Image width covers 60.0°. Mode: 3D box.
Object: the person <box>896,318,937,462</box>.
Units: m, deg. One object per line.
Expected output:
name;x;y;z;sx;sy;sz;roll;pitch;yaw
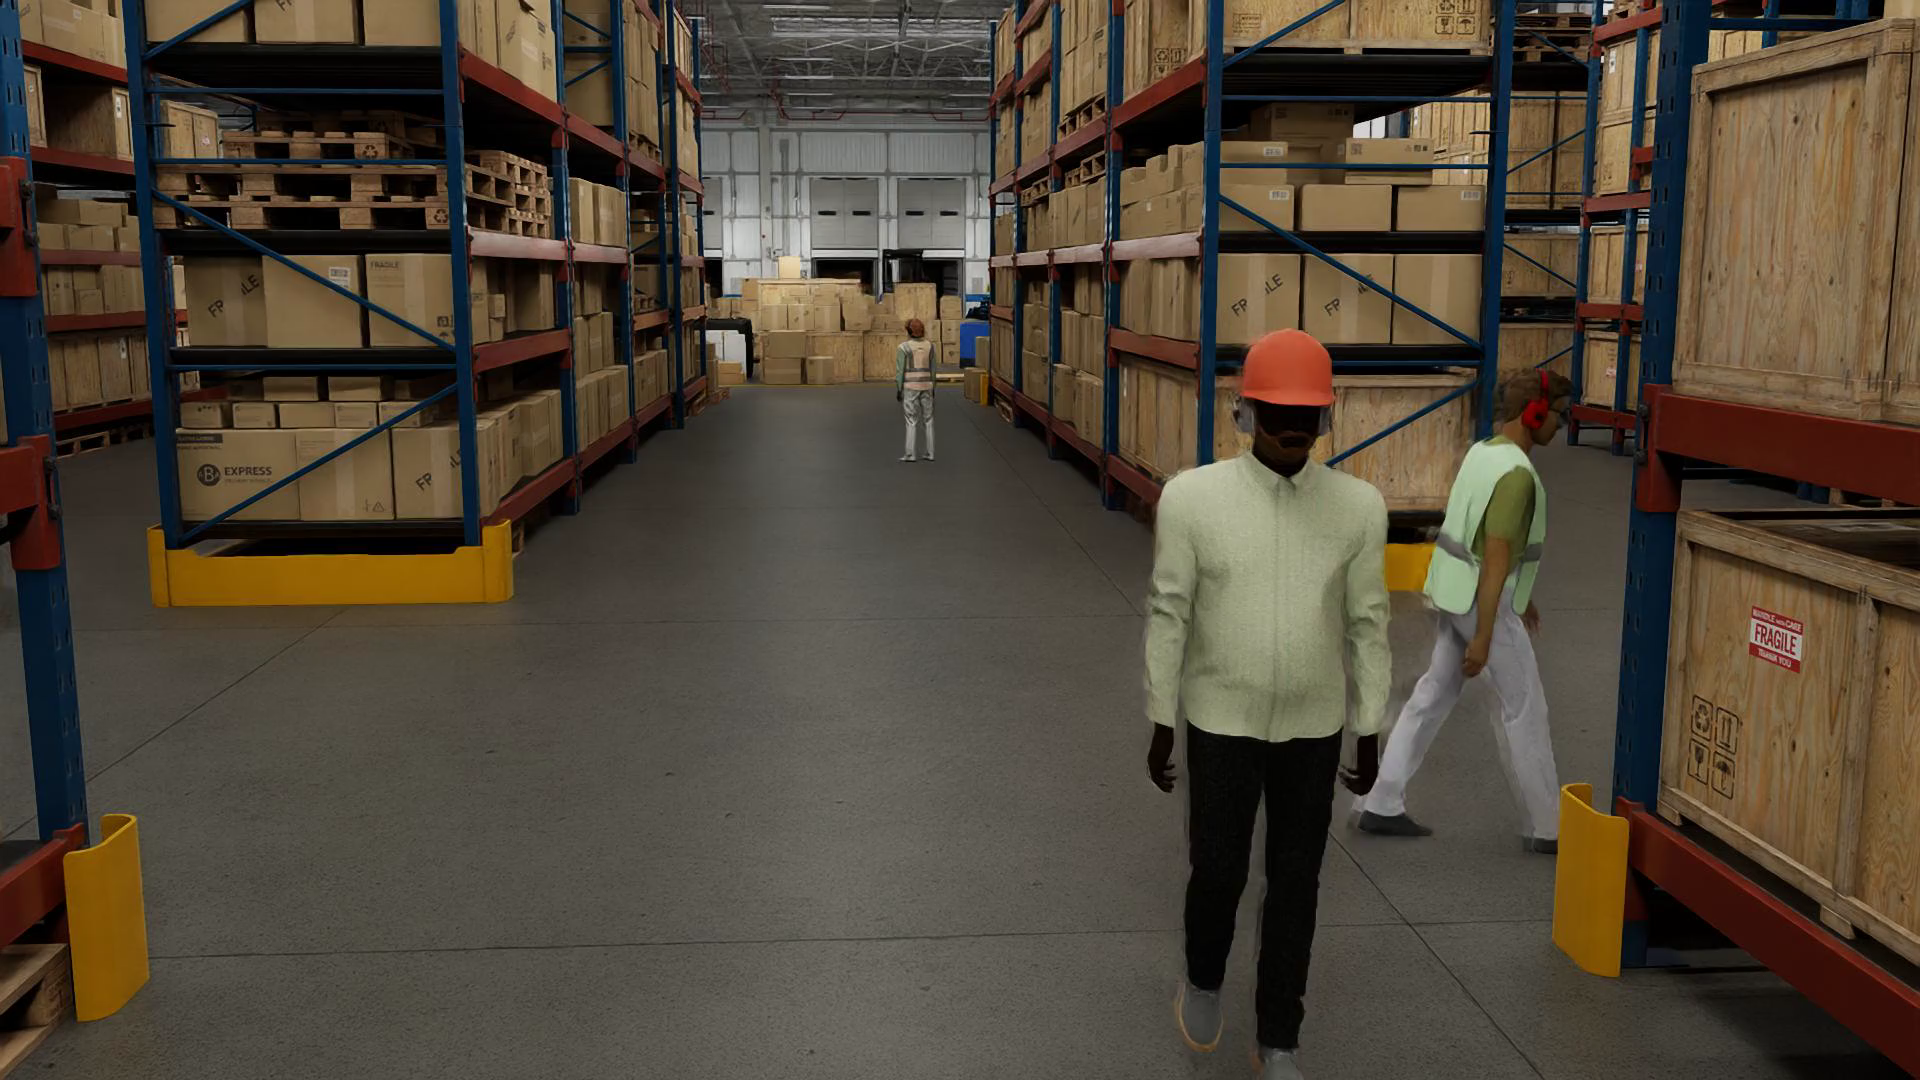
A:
person;-0.486;-1.697;18.912;0.511;1.630;0.317;-5;10;-30

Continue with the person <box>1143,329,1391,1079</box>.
person;0.792;0.455;4.266;0.639;1.983;0.441;-1;9;-4

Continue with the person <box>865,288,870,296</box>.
person;-3.679;-9.340;66.988;0.841;1.595;0.529;-1;9;-5

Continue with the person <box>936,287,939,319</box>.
person;-0.872;-7.851;56.940;0.961;1.818;0.648;-8;12;-40

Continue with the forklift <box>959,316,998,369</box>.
forklift;1.009;-5.064;36.127;1.873;2.768;1.129;5;10;29

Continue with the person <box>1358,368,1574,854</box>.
person;1.926;0.269;6.076;0.914;1.790;0.604;0;9;1

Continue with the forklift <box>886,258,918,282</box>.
forklift;-1.592;-6.593;45.730;1.129;2.768;1.873;-1;9;-4

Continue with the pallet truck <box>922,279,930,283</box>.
pallet truck;-0.932;-8.922;63.114;1.885;1.965;0.823;2;9;13
